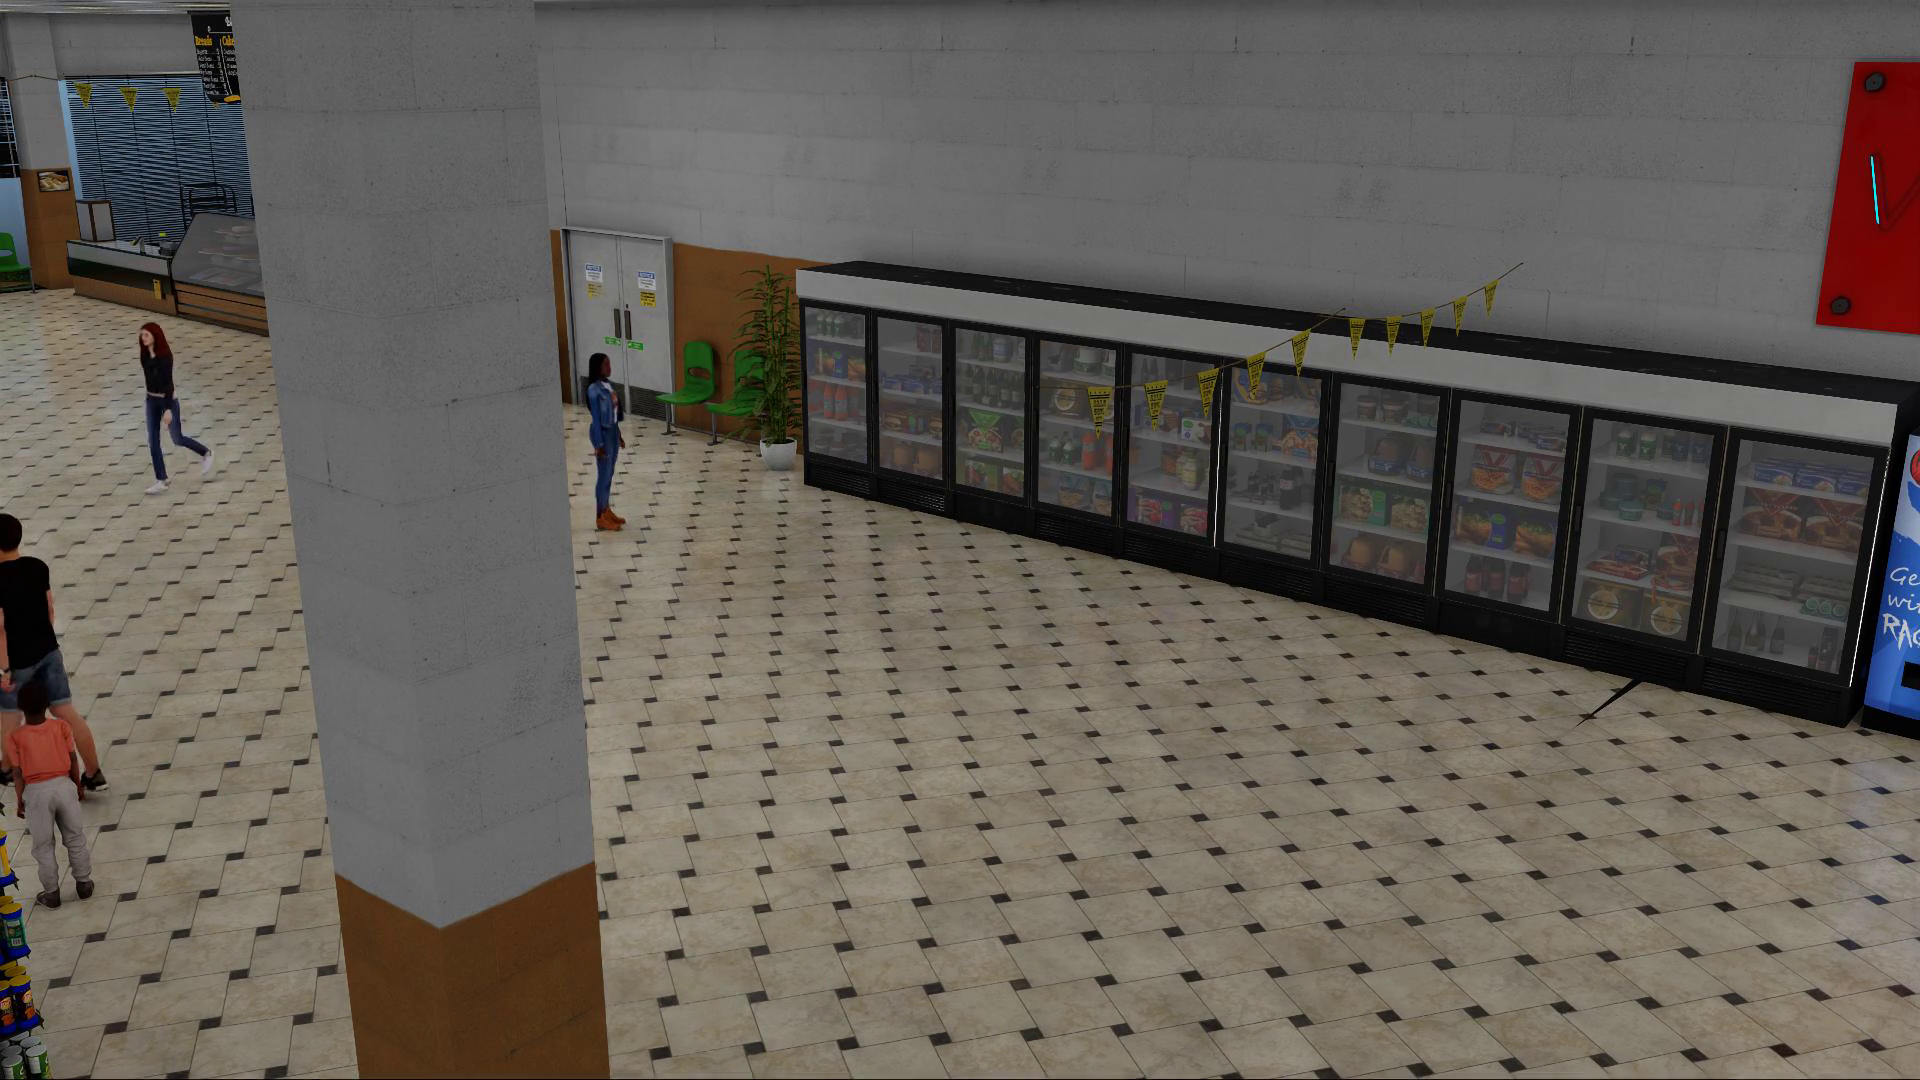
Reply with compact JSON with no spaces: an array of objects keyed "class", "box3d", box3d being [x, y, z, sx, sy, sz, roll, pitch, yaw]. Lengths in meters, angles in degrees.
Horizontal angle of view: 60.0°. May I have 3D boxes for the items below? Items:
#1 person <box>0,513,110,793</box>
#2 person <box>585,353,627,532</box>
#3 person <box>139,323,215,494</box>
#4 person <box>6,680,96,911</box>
[{"class":"person","box3d":[-5.671,0.759,10.269,0.984,1.797,1.225,7,18,22]},{"class":"person","box3d":[-3.461,-0.972,16.113,0.760,1.713,0.656,2,17,7]},{"class":"person","box3d":[-8.253,-1.385,17.393,0.810,1.761,1.142,7,18,22]},{"class":"person","box3d":[-4.967,1.377,9.070,0.458,1.311,0.581,-13,21,-37]}]
